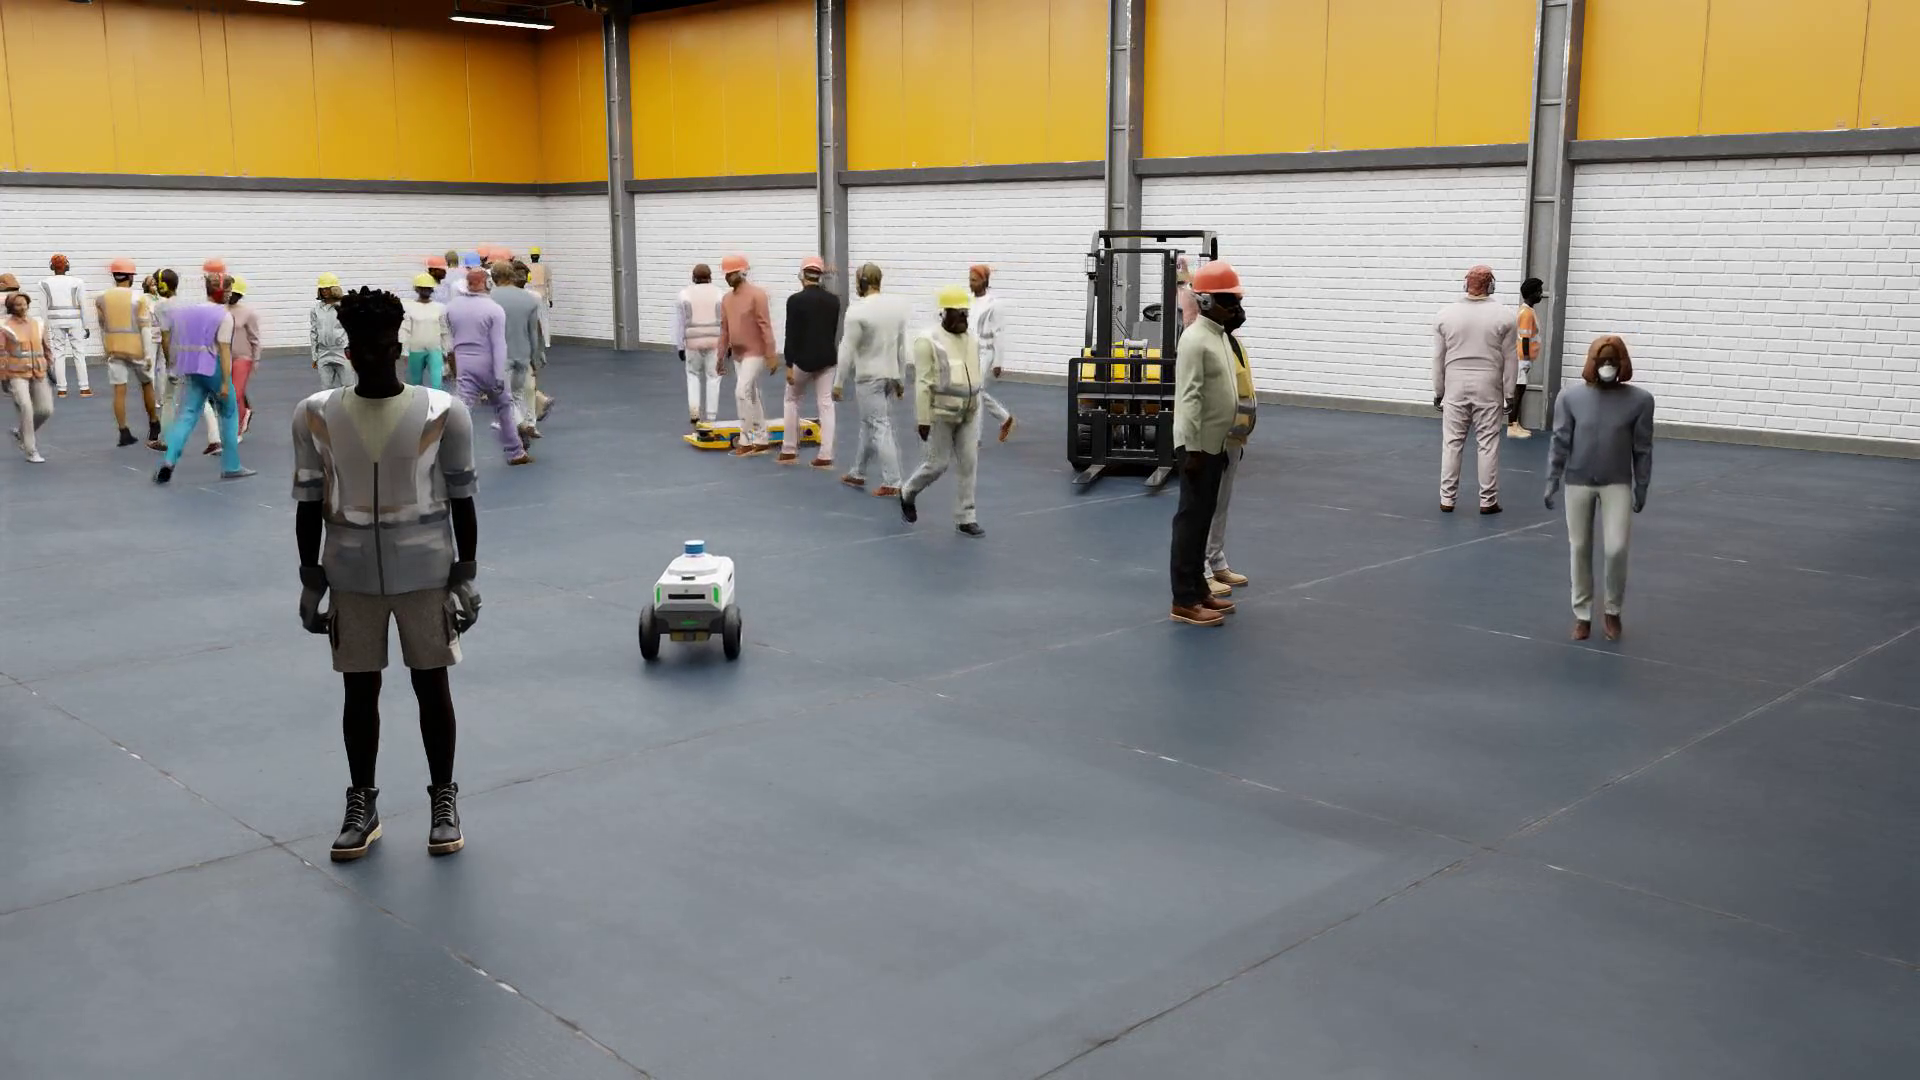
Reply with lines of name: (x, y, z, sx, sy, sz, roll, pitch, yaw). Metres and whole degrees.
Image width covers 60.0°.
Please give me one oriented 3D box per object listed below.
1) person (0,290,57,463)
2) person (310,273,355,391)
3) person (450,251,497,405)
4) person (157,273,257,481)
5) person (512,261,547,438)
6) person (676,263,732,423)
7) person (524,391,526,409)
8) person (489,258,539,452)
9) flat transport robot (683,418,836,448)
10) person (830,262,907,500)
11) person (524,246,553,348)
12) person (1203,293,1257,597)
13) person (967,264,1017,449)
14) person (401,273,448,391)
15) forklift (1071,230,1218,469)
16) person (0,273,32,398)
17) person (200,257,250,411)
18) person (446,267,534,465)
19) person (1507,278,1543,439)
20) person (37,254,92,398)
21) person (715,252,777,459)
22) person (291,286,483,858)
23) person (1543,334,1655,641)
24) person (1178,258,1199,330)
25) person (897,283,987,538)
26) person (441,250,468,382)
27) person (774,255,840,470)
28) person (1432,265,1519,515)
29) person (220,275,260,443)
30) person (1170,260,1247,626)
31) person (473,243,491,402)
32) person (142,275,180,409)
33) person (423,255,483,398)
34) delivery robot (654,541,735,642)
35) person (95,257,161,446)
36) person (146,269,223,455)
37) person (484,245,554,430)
person: (-8.849, -1.546, 15.709, 0.509, 1.622, 0.525, 6, 12, 29)
person: (-6.562, -1.924, 17.445, 0.490, 1.743, 0.324, 0, 10, 0)
person: (-6.079, -2.653, 20.909, 0.637, 1.928, 0.435, -6, 12, -30)
person: (-6.591, -1.407, 14.457, 0.582, 1.815, 0.747, 5, 11, 25)
person: (-4.586, -1.979, 17.422, 0.514, 1.864, 0.327, -7, 13, -34)
person: (-2.857, -2.182, 18.661, 0.631, 1.824, 0.504, -1, 10, -8)
person: (-5.235, -2.202, 19.330, 0.531, 1.608, 0.589, -3, 11, -16)
person: (-4.308, -1.745, 16.024, 0.644, 1.921, 0.717, -8, 13, -38)
flat transport robot: (-2.046, -1.099, 16.966, 1.431, 0.197, 0.652, -5, 11, -24)
person: (-0.800, -1.298, 13.580, 0.925, 1.899, 0.650, 8, 13, 36)
person: (-8.008, -4.587, 31.469, 0.594, 1.924, 0.384, -5, 12, -26)
person: (1.554, -0.600, 9.960, 0.429, 1.844, 0.622, 6, 12, 28)
person: (0.255, -1.837, 16.680, 0.816, 1.857, 0.583, -7, 13, -35)
person: (-5.997, -2.127, 18.655, 0.531, 1.727, 0.903, -6, 12, -29)
forklift: (1.804, -1.825, 15.677, 1.214, 2.155, 2.313, 2, 11, 13)
person: (-12.450, -2.686, 21.903, 0.265, 1.631, 0.507, 1, 10, 5)
person: (-8.927, -2.451, 19.955, 0.632, 1.872, 0.773, 9, 14, 40)
person: (-4.383, -1.550, 15.166, 0.645, 1.855, 1.007, 3, 11, 17)
person: (5.956, -1.913, 17.548, 0.320, 1.690, 0.535, 3, 11, 18)
person: (-11.794, -2.816, 21.935, 0.573, 1.883, 0.355, -4, 11, -23)
person: (-2.124, -1.762, 15.943, 0.735, 1.962, 0.663, -10, 14, -43)
person: (-1.958, 0.118, 5.703, 0.614, 1.963, 0.361, -2, 11, -9)
person: (3.337, -0.262, 8.724, 0.511, 1.622, 0.381, 5, 11, 25)
person: (2.774, -2.445, 19.974, 0.473, 1.865, 0.777, -7, 12, -32)
person: (-0.125, -0.926, 11.850, 0.599, 1.809, 0.721, -9, 13, -39)
person: (-7.339, -3.229, 24.115, 0.792, 1.912, 0.654, 8, 13, 36)
person: (-1.409, -1.634, 15.302, 0.626, 1.944, 0.848, -8, 13, -36)
person: (3.948, -1.146, 12.763, 0.641, 1.908, 0.407, 5, 11, 25)
person: (-7.438, -1.860, 17.114, 0.551, 1.731, 0.605, 0, 10, 3)
person: (1.372, -0.539, 9.205, 0.395, 1.994, 0.612, 4, 11, 23)
person: (-5.988, -2.746, 21.170, 0.481, 2.027, 0.624, 2, 11, 13)
person: (-9.967, -2.455, 20.625, 0.306, 1.639, 0.522, 4, 11, 20)
person: (-6.697, -2.711, 21.362, 1.014, 1.883, 0.565, 2, 11, 11)
delivery robot: (-1.367, 0.247, 8.595, 0.477, 0.478, 0.707, 0, 10, -2)
person: (-8.533, -1.945, 17.131, 0.547, 1.907, 0.842, -1, 10, -7)
person: (-7.572, -1.723, 16.167, 0.988, 1.813, 0.511, 6, 12, 31)
person: (-4.894, -2.216, 18.285, 0.621, 2.024, 0.679, 0, 10, -1)
